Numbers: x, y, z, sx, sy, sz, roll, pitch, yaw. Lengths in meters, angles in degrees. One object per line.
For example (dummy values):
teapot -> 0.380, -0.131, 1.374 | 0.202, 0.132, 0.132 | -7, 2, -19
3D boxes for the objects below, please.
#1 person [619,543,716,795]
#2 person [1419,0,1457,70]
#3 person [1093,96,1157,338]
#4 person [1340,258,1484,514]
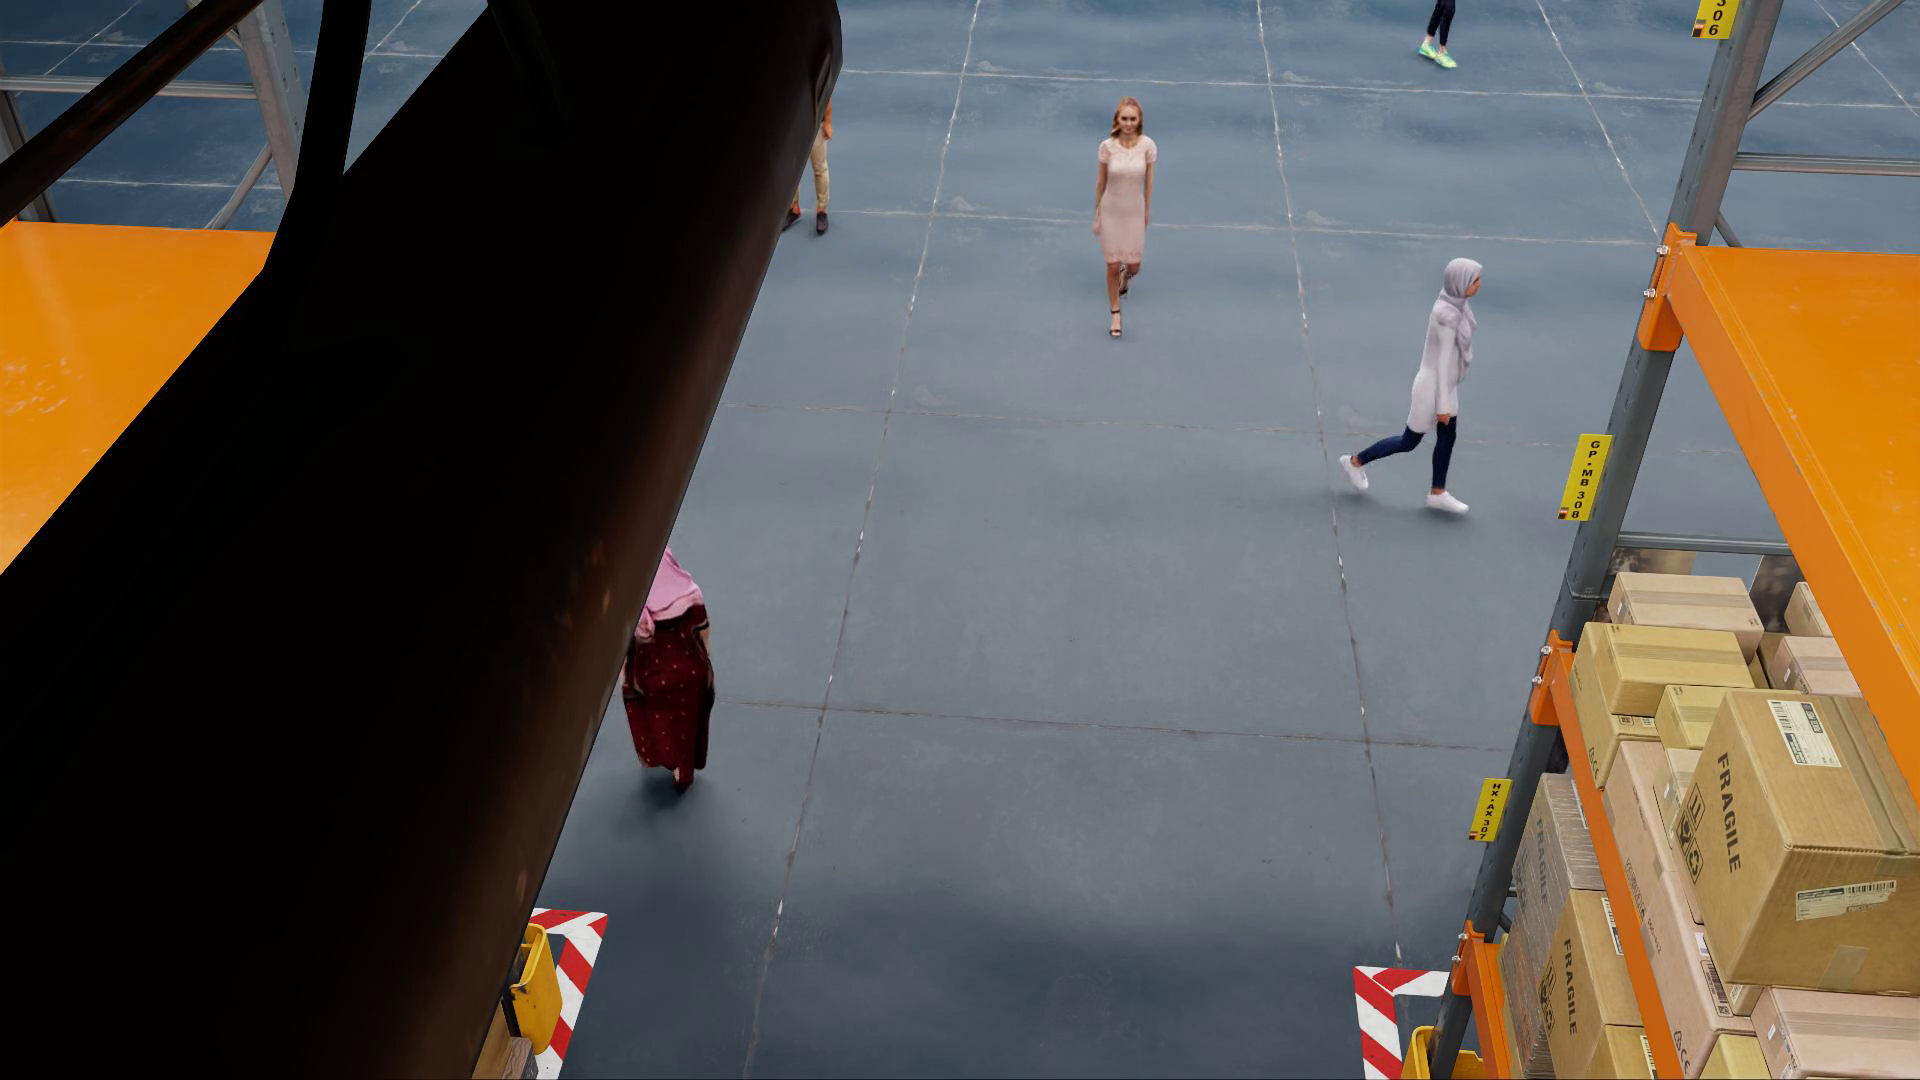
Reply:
person -> -1.469, 0.667, 8.325 | 0.730, 1.626, 0.758 | -8, 39, -10
person -> 4.705, -5.516, 16.179 | 0.850, 1.686, 0.938 | -18, 42, -22
person -> 1.170, -2.361, 12.040 | 0.573, 1.818, 0.754 | 2, 38, 3
person -> 2.841, -0.936, 10.273 | 0.973, 1.750, 1.100 | 20, 42, 23
